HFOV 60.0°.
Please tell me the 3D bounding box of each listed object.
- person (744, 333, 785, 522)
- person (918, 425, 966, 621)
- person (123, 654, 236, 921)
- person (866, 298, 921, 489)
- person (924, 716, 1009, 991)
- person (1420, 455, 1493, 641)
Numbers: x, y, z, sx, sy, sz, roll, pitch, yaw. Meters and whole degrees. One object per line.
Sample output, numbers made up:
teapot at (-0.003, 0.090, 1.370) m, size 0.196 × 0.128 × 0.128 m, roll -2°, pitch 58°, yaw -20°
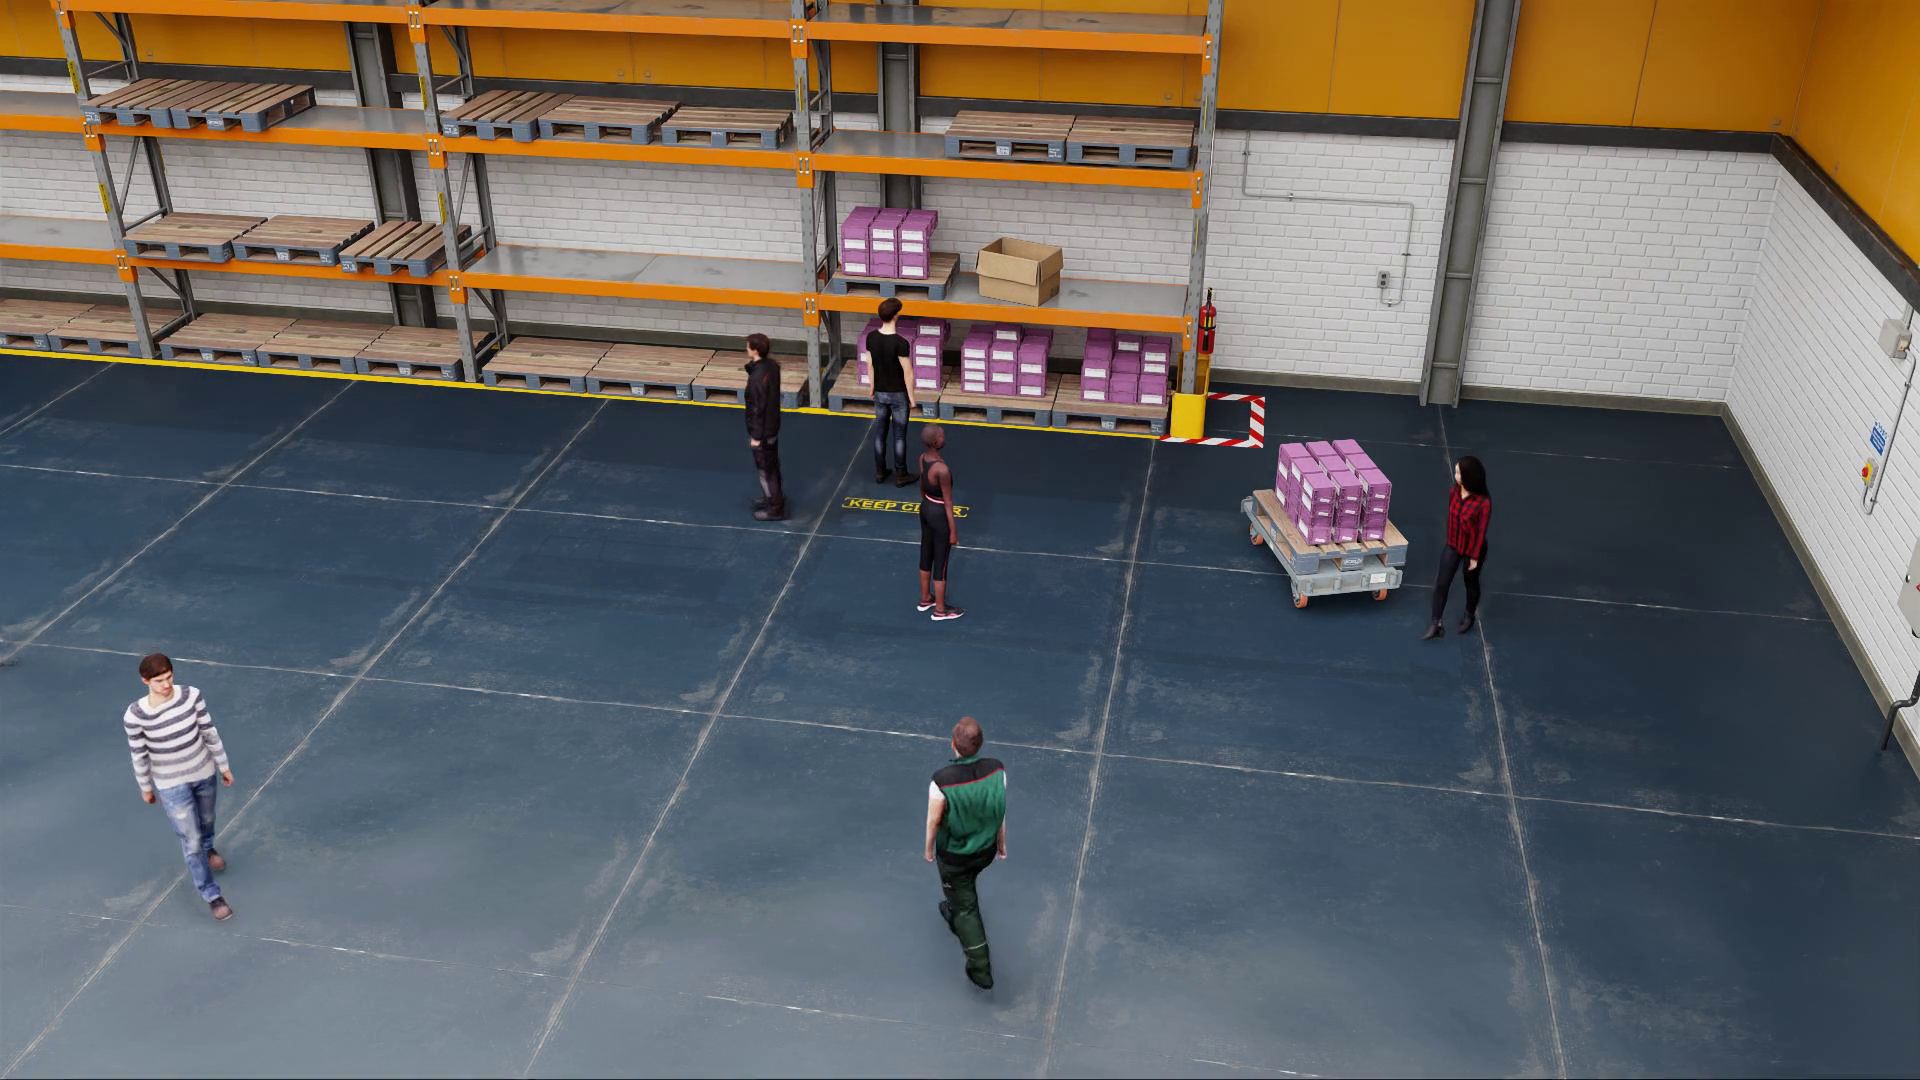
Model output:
person at (-1.799, -1.057, 15.488) m, size 0.624 × 1.842 × 0.740 m, roll 3°, pitch 29°, yaw 6°
person at (-0.213, -0.161, 13.935) m, size 0.717 × 1.758 × 0.659 m, roll -18°, pitch 33°, yaw -29°
person at (-5.063, 1.507, 10.822) m, size 1.208 × 1.811 × 1.059 m, roll 25°, pitch 38°, yaw 38°
person at (-0.671, -1.425, 16.108) m, size 0.636 × 1.896 × 0.795 m, roll 15°, pitch 32°, yaw 25°
person at (0.057, 1.904, 10.096) m, size 1.153 × 1.808 × 1.108 m, roll -12°, pitch 31°, yaw -20°
person at (4.220, 0.042, 13.695) m, size 0.954 × 1.631 × 0.912 m, roll -24°, pitch 36°, yaw -36°
